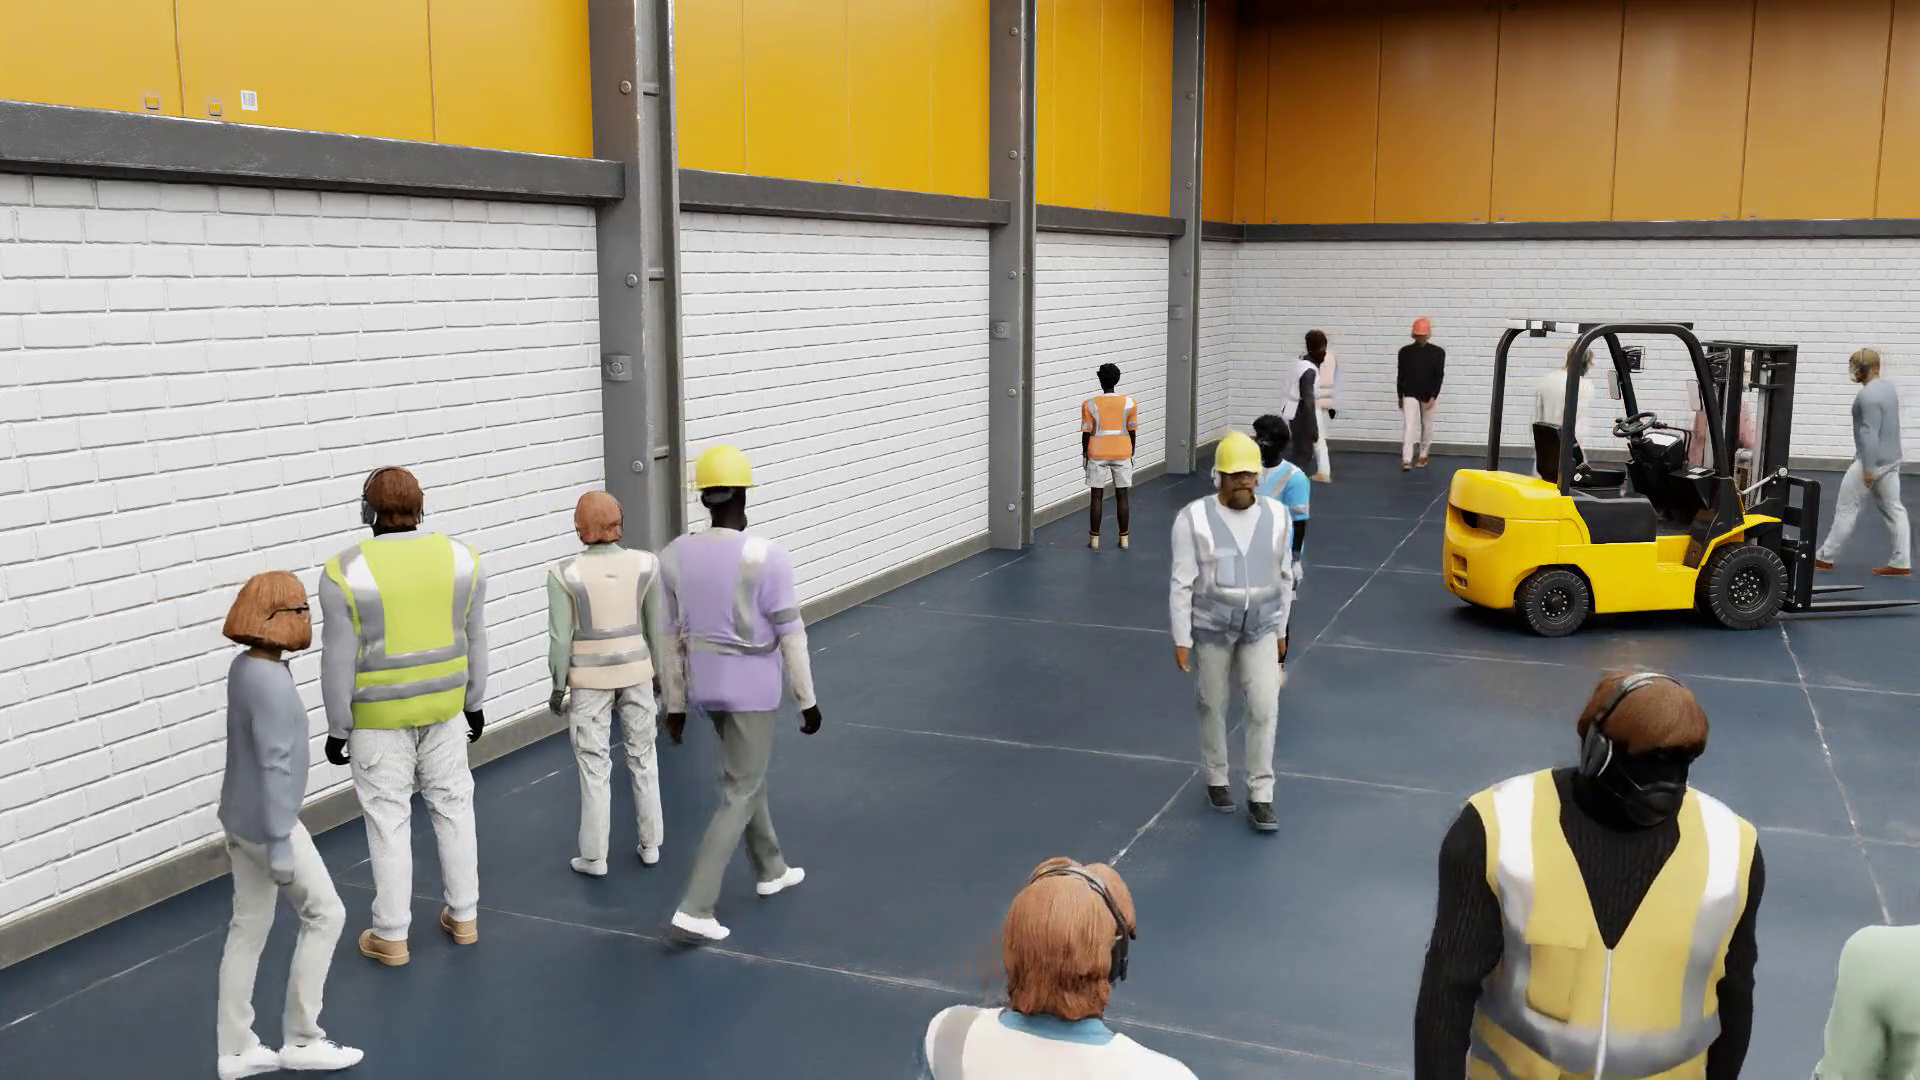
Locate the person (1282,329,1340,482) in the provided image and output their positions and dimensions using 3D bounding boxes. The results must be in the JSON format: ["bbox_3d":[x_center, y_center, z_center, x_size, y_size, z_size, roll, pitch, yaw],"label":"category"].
[{"bbox_3d":[4.154,-1.617,19.945,0.643,1.795,0.925,-8,12,-39],"label":"person"}]

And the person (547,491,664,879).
[{"bbox_3d":[-1.476,0.605,6.993,0.512,1.638,0.312,-6,11,-31],"label":"person"}]

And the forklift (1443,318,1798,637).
[{"bbox_3d":[4.706,-0.497,11.990,2.313,2.155,1.214,-2,10,-10],"label":"forklift"}]

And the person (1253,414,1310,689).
[{"bbox_3d":[1.907,0.076,10.056,0.414,1.682,0.570,-6,11,-32],"label":"person"}]

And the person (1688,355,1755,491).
[{"bbox_3d":[6.197,-0.554,13.380,1.015,1.852,0.651,1,9,7],"label":"person"}]

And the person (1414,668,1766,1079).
[{"bbox_3d":[1.222,1.142,3.263,0.644,1.784,0.994,3,10,17],"label":"person"}]

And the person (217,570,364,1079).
[{"bbox_3d":[-2.124,0.898,5.231,0.543,1.614,0.547,-6,11,-34],"label":"person"}]

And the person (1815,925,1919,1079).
[{"bbox_3d":[1.856,1.265,3.093,0.504,1.597,0.552,7,12,36],"label":"person"}]

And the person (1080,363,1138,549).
[{"bbox_3d":[1.349,-0.752,15.064,0.531,1.694,0.320,0,9,-3],"label":"person"}]

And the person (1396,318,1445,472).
[{"bbox_3d":[5.779,-1.823,20.916,0.590,1.922,1.113,3,10,20],"label":"person"}]

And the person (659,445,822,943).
[{"bbox_3d":[-0.877,0.576,6.444,0.599,1.885,0.914,6,11,33],"label":"person"}]

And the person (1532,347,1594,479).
[{"bbox_3d":[5.378,-0.796,14.771,1.041,1.869,0.708,-4,10,-21],"label":"person"}]

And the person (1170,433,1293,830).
[{"bbox_3d":[1.265,0.421,7.591,0.612,1.802,0.747,-1,9,-6],"label":"person"}]

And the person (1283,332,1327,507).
[{"bbox_3d":[3.620,-1.252,17.525,0.450,1.871,0.642,1,9,9],"label":"person"}]

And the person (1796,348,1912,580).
[{"bbox_3d":[7.435,-0.629,13.706,0.674,1.886,0.922,-9,13,-42],"label":"person"}]

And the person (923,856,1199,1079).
[{"bbox_3d":[0.162,1.318,2.803,0.518,1.590,0.864,4,10,21],"label":"person"}]

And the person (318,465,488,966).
[{"bbox_3d":[-2.058,0.640,6.168,0.634,1.841,0.429,-8,12,-41],"label":"person"}]
